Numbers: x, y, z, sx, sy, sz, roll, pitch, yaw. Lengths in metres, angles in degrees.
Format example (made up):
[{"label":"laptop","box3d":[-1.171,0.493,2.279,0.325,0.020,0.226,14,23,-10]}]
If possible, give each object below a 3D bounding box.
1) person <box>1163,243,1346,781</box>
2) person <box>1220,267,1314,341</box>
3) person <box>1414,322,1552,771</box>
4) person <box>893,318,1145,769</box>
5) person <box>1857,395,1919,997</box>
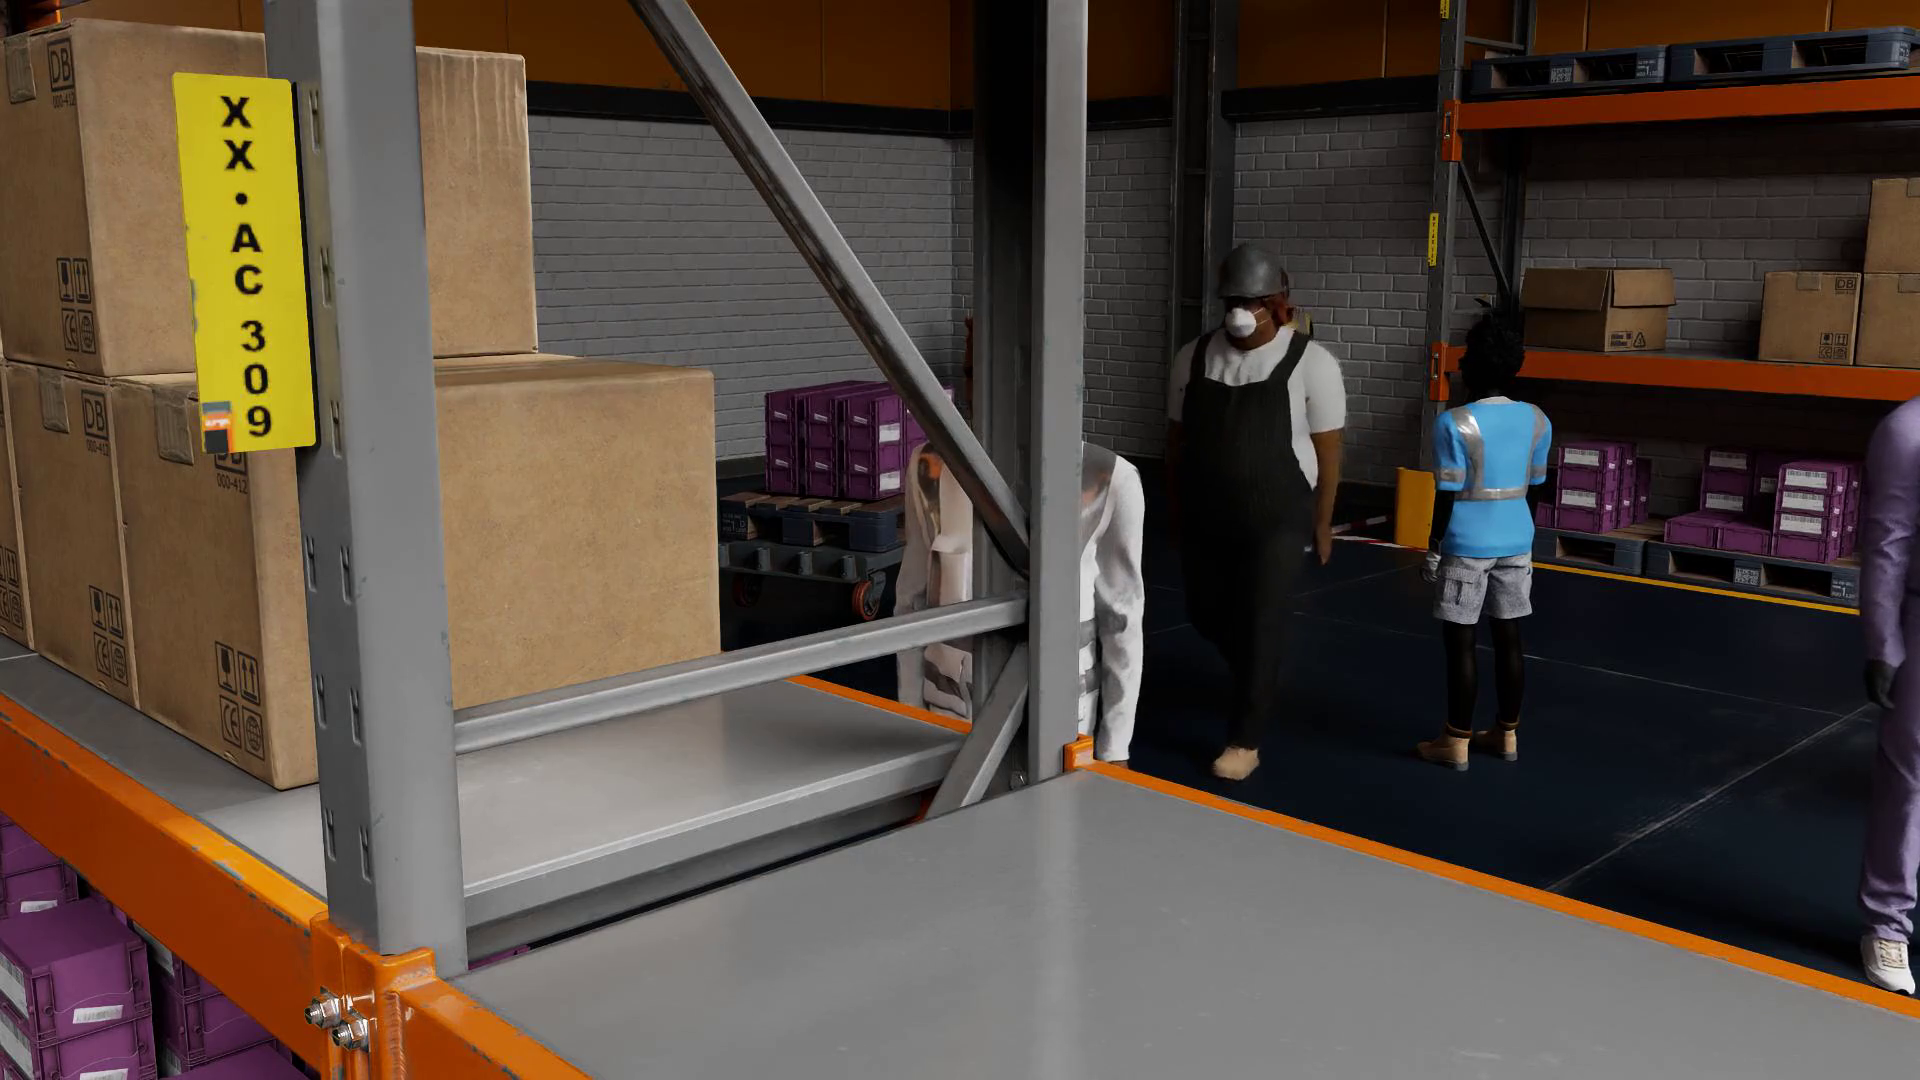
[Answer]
[{"label":"person","box3d":[1.129,-0.160,6.415,0.688,2.000,0.829,6,12,31]},{"label":"person","box3d":[1.927,-0.801,10.455,0.625,1.843,0.430,-2,11,-9]},{"label":"person","box3d":[1.982,0.027,6.326,0.540,1.700,0.316,-5,11,-25]},{"label":"person","box3d":[0.115,0.415,3.706,0.573,1.885,0.357,4,11,22]},{"label":"person","box3d":[2.718,0.283,4.396,0.645,1.900,0.399,1,10,7]}]
